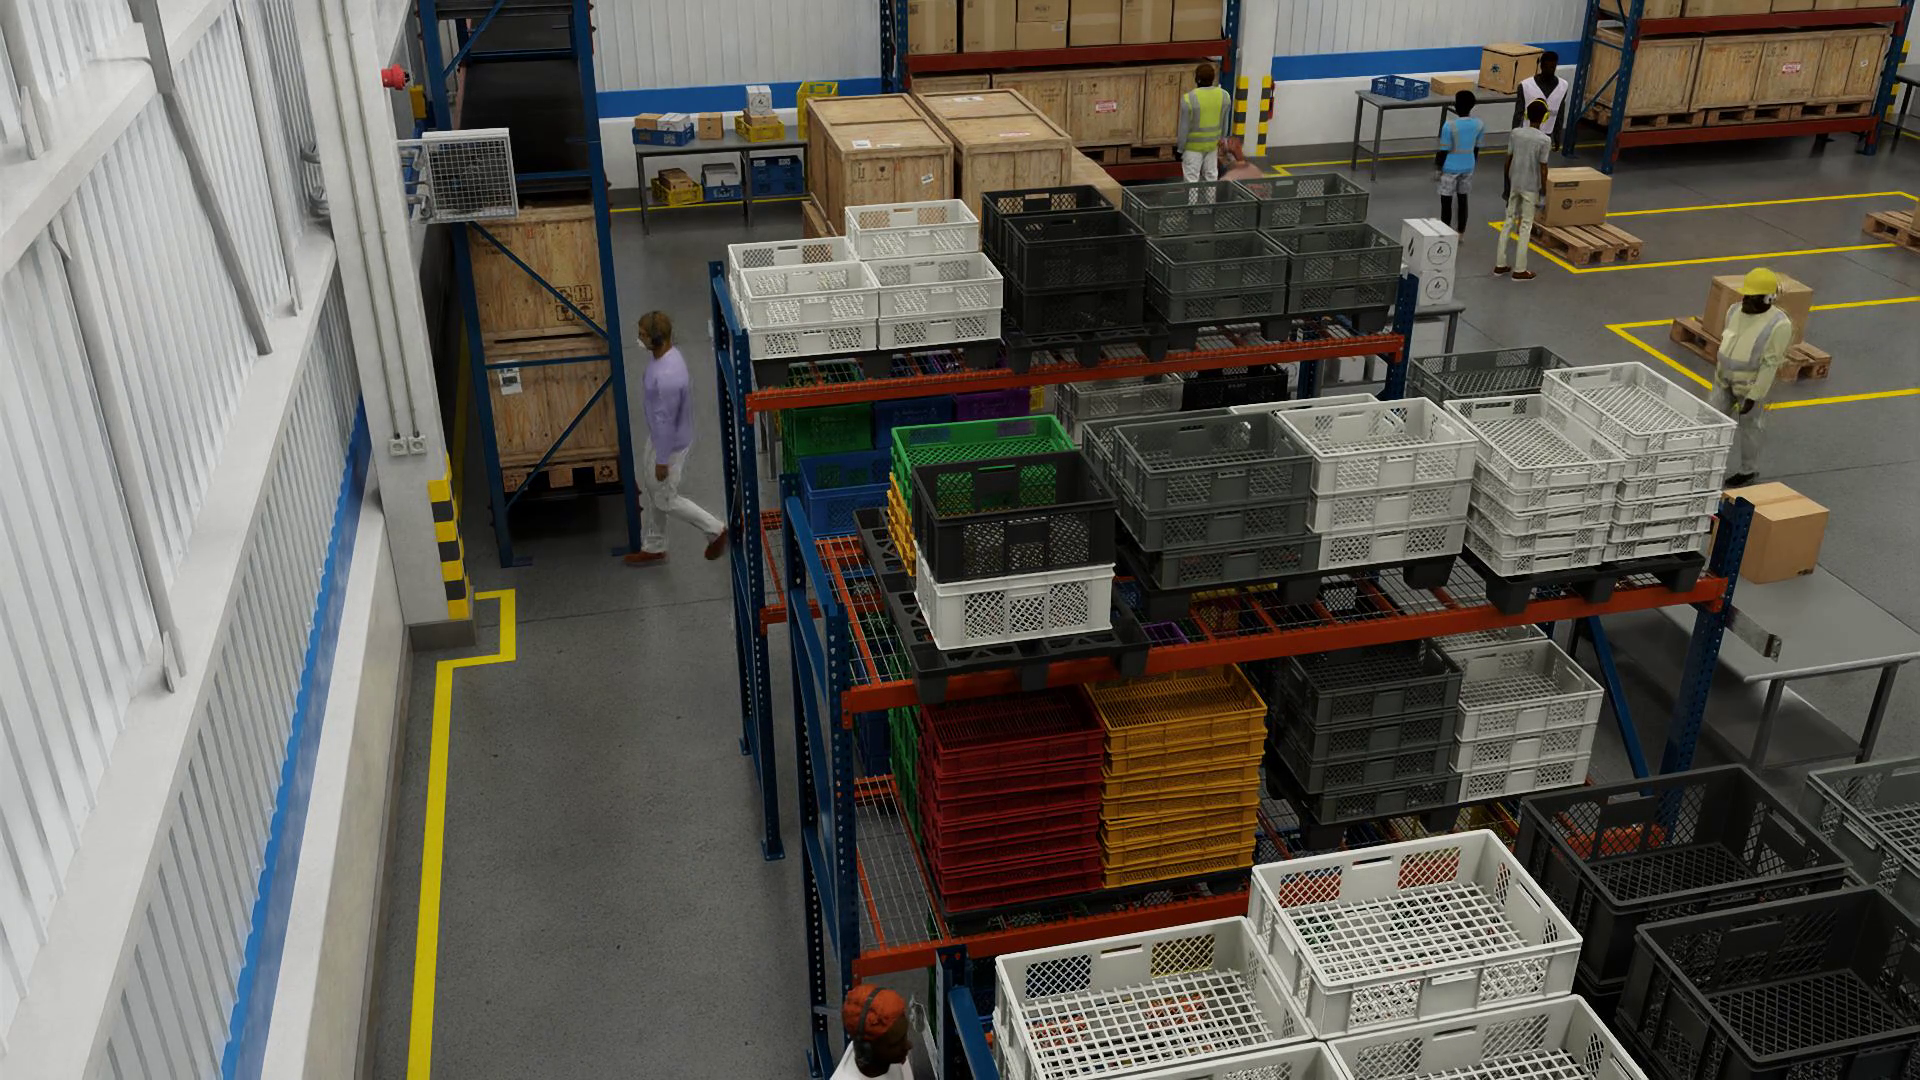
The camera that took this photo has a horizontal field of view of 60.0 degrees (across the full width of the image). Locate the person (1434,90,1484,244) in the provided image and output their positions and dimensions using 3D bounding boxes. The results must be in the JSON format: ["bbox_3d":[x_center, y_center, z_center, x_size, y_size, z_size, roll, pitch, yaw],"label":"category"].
[{"bbox_3d":[5.436,-4.068,18.214,0.540,1.695,0.317,-11,30,-21],"label":"person"}]

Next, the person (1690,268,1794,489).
[{"bbox_3d":[5.916,-1.197,12.661,0.809,1.795,0.595,-13,30,-23],"label":"person"}]

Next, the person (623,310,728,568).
[{"bbox_3d":[-2.018,-0.672,11.534,0.754,1.918,0.652,-6,28,-12],"label":"person"}]

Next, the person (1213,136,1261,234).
[{"bbox_3d":[2.586,-2.874,15.758,0.420,1.888,0.731,19,33,32],"label":"person"}]

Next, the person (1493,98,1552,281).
[{"bbox_3d":[5.843,-3.623,17.182,0.317,1.876,0.531,-19,33,-32],"label":"person"}]

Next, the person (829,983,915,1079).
[{"bbox_3d":[-0.290,2.324,5.893,0.355,1.882,0.574,9,29,16],"label":"person"}]

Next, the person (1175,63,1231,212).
[{"bbox_3d":[2.709,-4.442,18.771,0.634,1.842,0.429,-11,30,-20],"label":"person"}]

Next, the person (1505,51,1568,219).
[{"bbox_3d":[6.613,-4.658,19.114,0.592,1.910,0.384,-3,28,-5],"label":"person"}]
